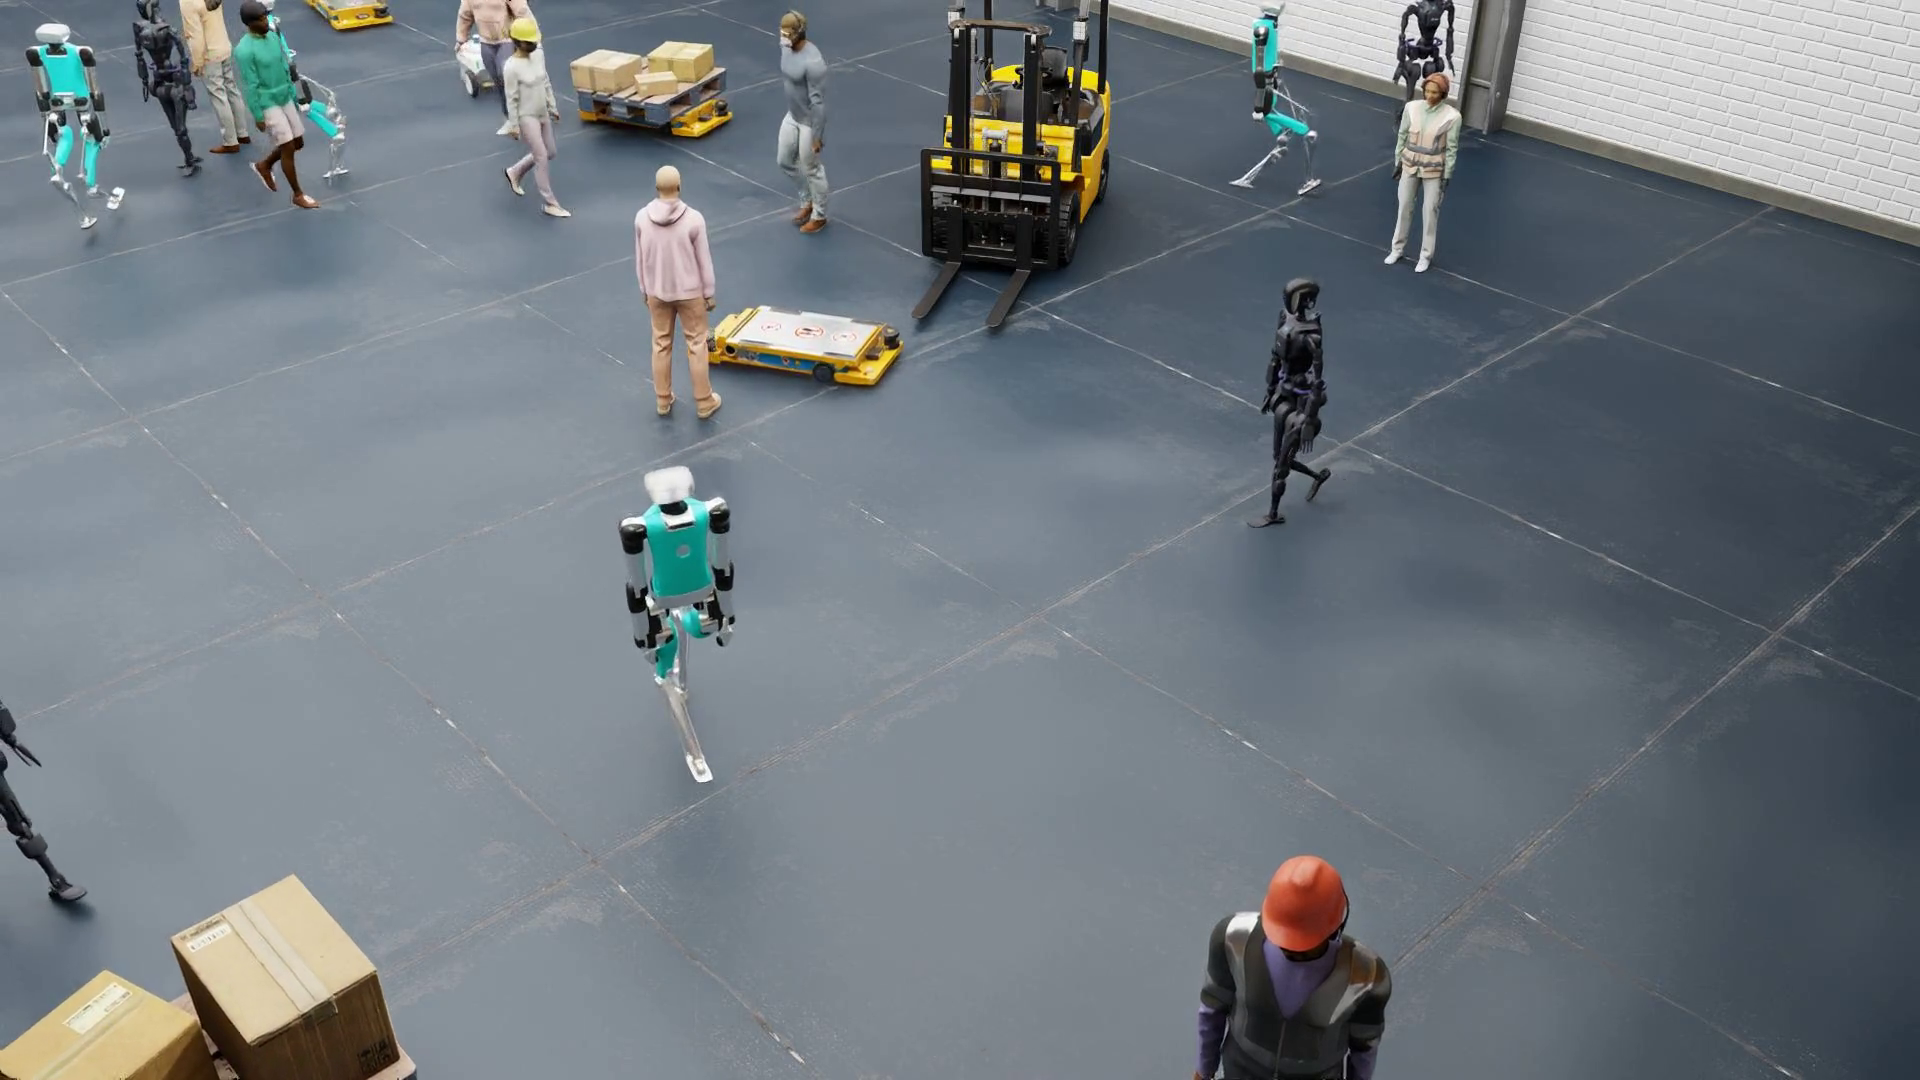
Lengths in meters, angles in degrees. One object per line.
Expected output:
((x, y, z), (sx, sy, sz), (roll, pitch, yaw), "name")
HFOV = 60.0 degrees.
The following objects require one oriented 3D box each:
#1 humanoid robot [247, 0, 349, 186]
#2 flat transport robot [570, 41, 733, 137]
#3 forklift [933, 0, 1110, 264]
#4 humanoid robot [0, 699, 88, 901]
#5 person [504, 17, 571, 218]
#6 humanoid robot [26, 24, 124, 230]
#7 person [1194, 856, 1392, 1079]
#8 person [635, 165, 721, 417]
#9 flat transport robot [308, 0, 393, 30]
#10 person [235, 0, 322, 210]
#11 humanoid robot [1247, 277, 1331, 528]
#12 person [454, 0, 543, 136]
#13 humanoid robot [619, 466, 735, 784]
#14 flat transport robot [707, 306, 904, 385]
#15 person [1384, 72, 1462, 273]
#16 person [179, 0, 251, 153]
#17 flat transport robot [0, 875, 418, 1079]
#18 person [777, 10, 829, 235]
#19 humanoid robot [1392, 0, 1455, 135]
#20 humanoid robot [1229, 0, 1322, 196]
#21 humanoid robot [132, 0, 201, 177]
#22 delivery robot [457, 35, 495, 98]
((-5.890, -4.080, 15.131), (0.838, 1.800, 0.540), (-22, 39, -30), "humanoid robot")
((-3.090, -4.364, 16.881), (1.431, 0.231, 0.659), (15, 36, 21), "flat transport robot")
((0.570, -3.725, 14.138), (1.214, 2.155, 2.313), (9, 34, 13), "forklift")
((-4.418, 1.001, 7.365), (0.703, 1.624, 0.600), (15, 36, 21), "humanoid robot")
((-3.783, -3.698, 14.500), (0.667, 1.739, 0.535), (11, 35, 17), "person")
((-7.534, -3.446, 14.120), (0.548, 1.736, 1.011), (-4, 33, -6), "humanoid robot")
((1.093, 1.857, 5.696), (0.608, 2.042, 0.394), (12, 35, 18), "person")
((-1.950, -1.679, 11.382), (0.546, 1.772, 0.410), (5, 33, 8), "person")
((-7.394, -6.462, 20.105), (0.659, 0.231, 1.431), (-19, 37, -26), "flat transport robot")
((-6.068, -3.831, 14.628), (0.658, 1.827, 0.518), (10, 34, 15), "person")
((2.115, -0.844, 10.199), (0.626, 1.639, 0.613), (-10, 34, -15), "humanoid robot")
((-4.482, -4.868, 16.206), (0.840, 1.852, 0.473), (12, 35, 18), "person")
((-1.485, 0.265, 8.429), (0.537, 1.761, 0.962), (-14, 36, -21), "humanoid robot")
((-1.200, -1.462, 12.420), (1.431, 0.231, 0.659), (10, 34, 15), "flat transport robot")
((3.766, -2.993, 13.523), (0.517, 1.633, 0.313), (23, 40, 31), "person")
((-7.105, -4.625, 15.812), (0.410, 1.877, 0.554), (3, 33, 5), "person")
((-2.895, 2.346, 6.568), (0.659, 0.231, 1.431), (-28, 42, -36), "flat transport robot")
((-1.306, -3.529, 14.082), (0.403, 1.921, 0.667), (-21, 38, -28), "person")
((4.462, -4.635, 16.009), (0.610, 1.649, 0.402), (-6, 34, -9), "humanoid robot")
((2.997, -3.913, 14.880), (0.992, 1.780, 0.530), (11, 35, 16), "humanoid robot")
((-7.328, -4.207, 15.352), (0.585, 1.641, 0.524), (9, 34, 14), "humanoid robot")
((-5.078, -5.056, 17.690), (0.499, 0.602, 0.801), (-19, 38, -26), "delivery robot")
